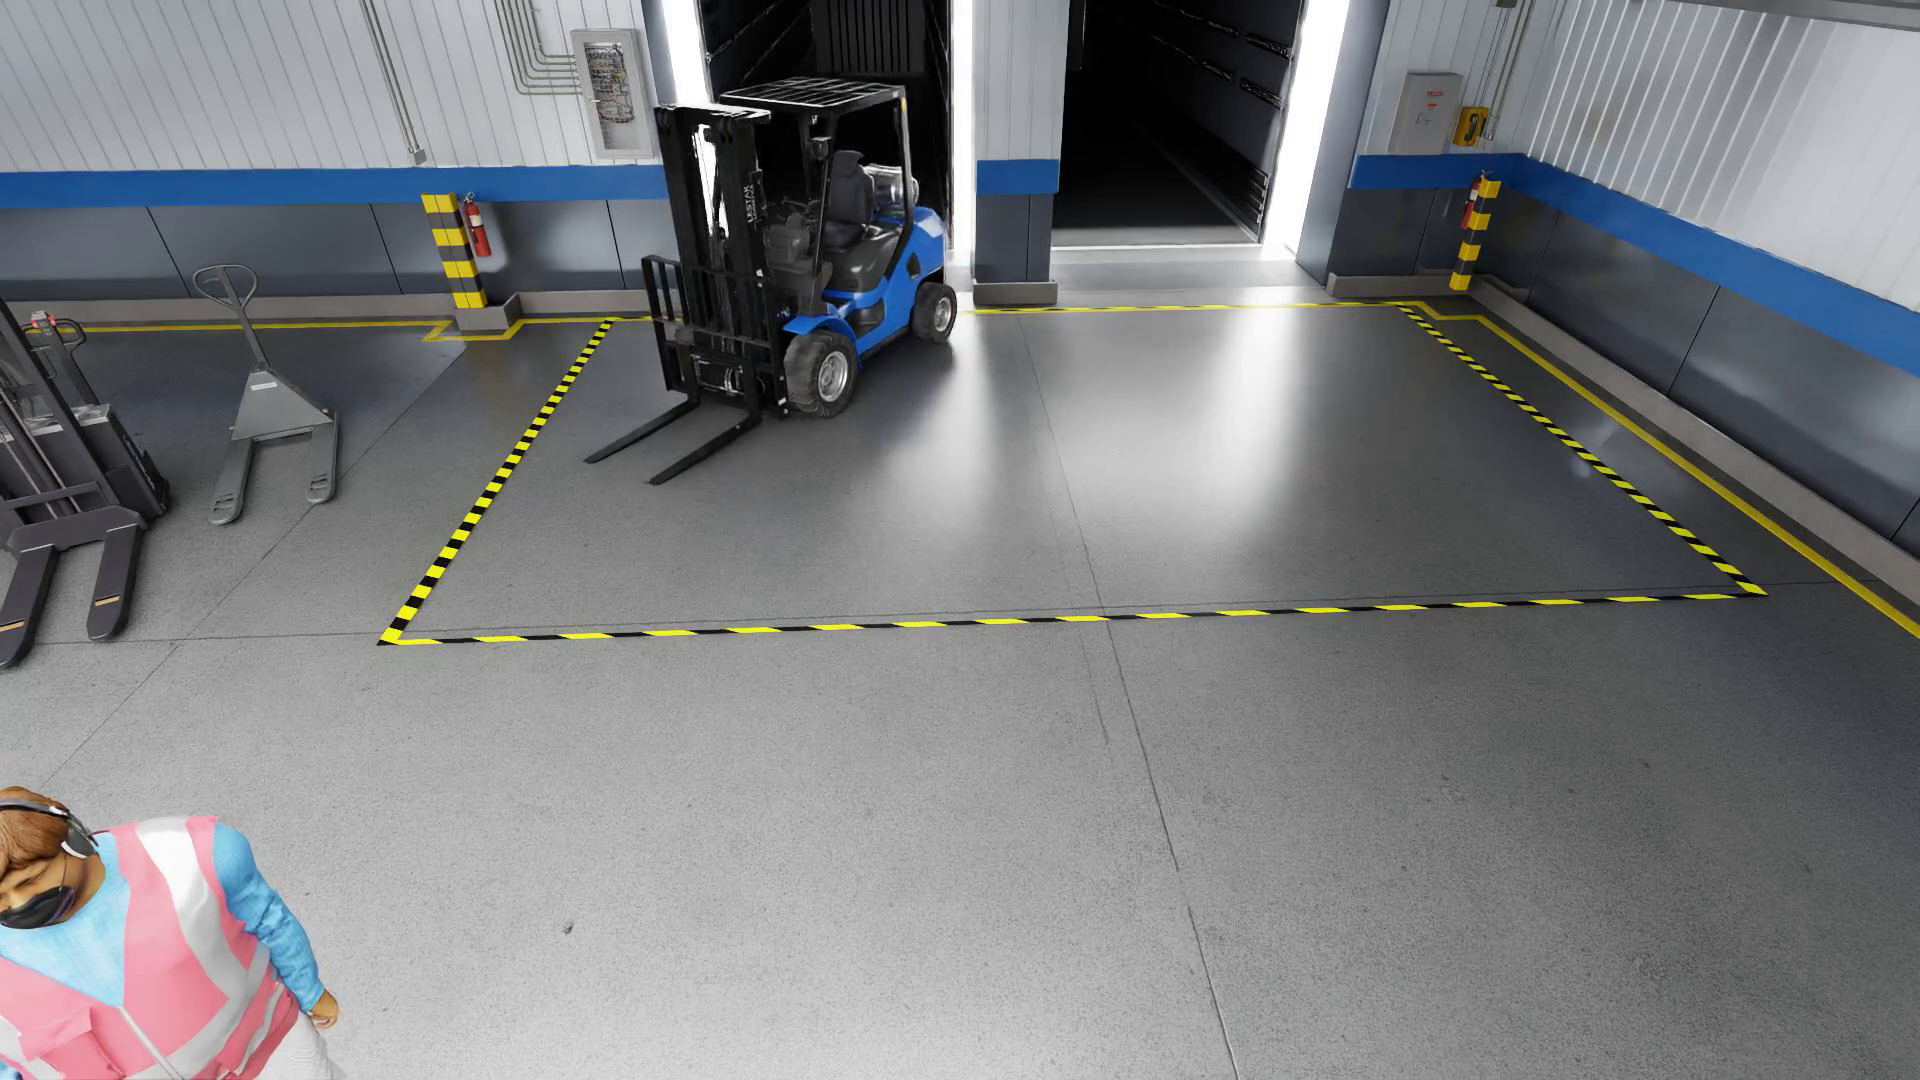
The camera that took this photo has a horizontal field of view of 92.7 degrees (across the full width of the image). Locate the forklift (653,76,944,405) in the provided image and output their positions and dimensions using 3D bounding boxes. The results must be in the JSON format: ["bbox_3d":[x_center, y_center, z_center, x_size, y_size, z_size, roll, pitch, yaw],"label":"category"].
[{"bbox_3d":[-1.141,-2.484,7.245,1.157,2.036,2.680,17,38,23],"label":"forklift"}]

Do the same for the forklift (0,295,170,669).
[{"bbox_3d":[-5.212,-0.618,4.878,0.823,1.965,1.885,-20,39,-26],"label":"forklift"}]

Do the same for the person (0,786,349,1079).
[{"bbox_3d":[-1.902,1.282,2.283,0.429,1.844,0.624,28,44,34],"label":"person"}]

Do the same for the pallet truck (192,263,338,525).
[{"bbox_3d":[-4.778,-1.027,6.128,0.680,1.201,1.601,-17,38,-23],"label":"pallet truck"}]
